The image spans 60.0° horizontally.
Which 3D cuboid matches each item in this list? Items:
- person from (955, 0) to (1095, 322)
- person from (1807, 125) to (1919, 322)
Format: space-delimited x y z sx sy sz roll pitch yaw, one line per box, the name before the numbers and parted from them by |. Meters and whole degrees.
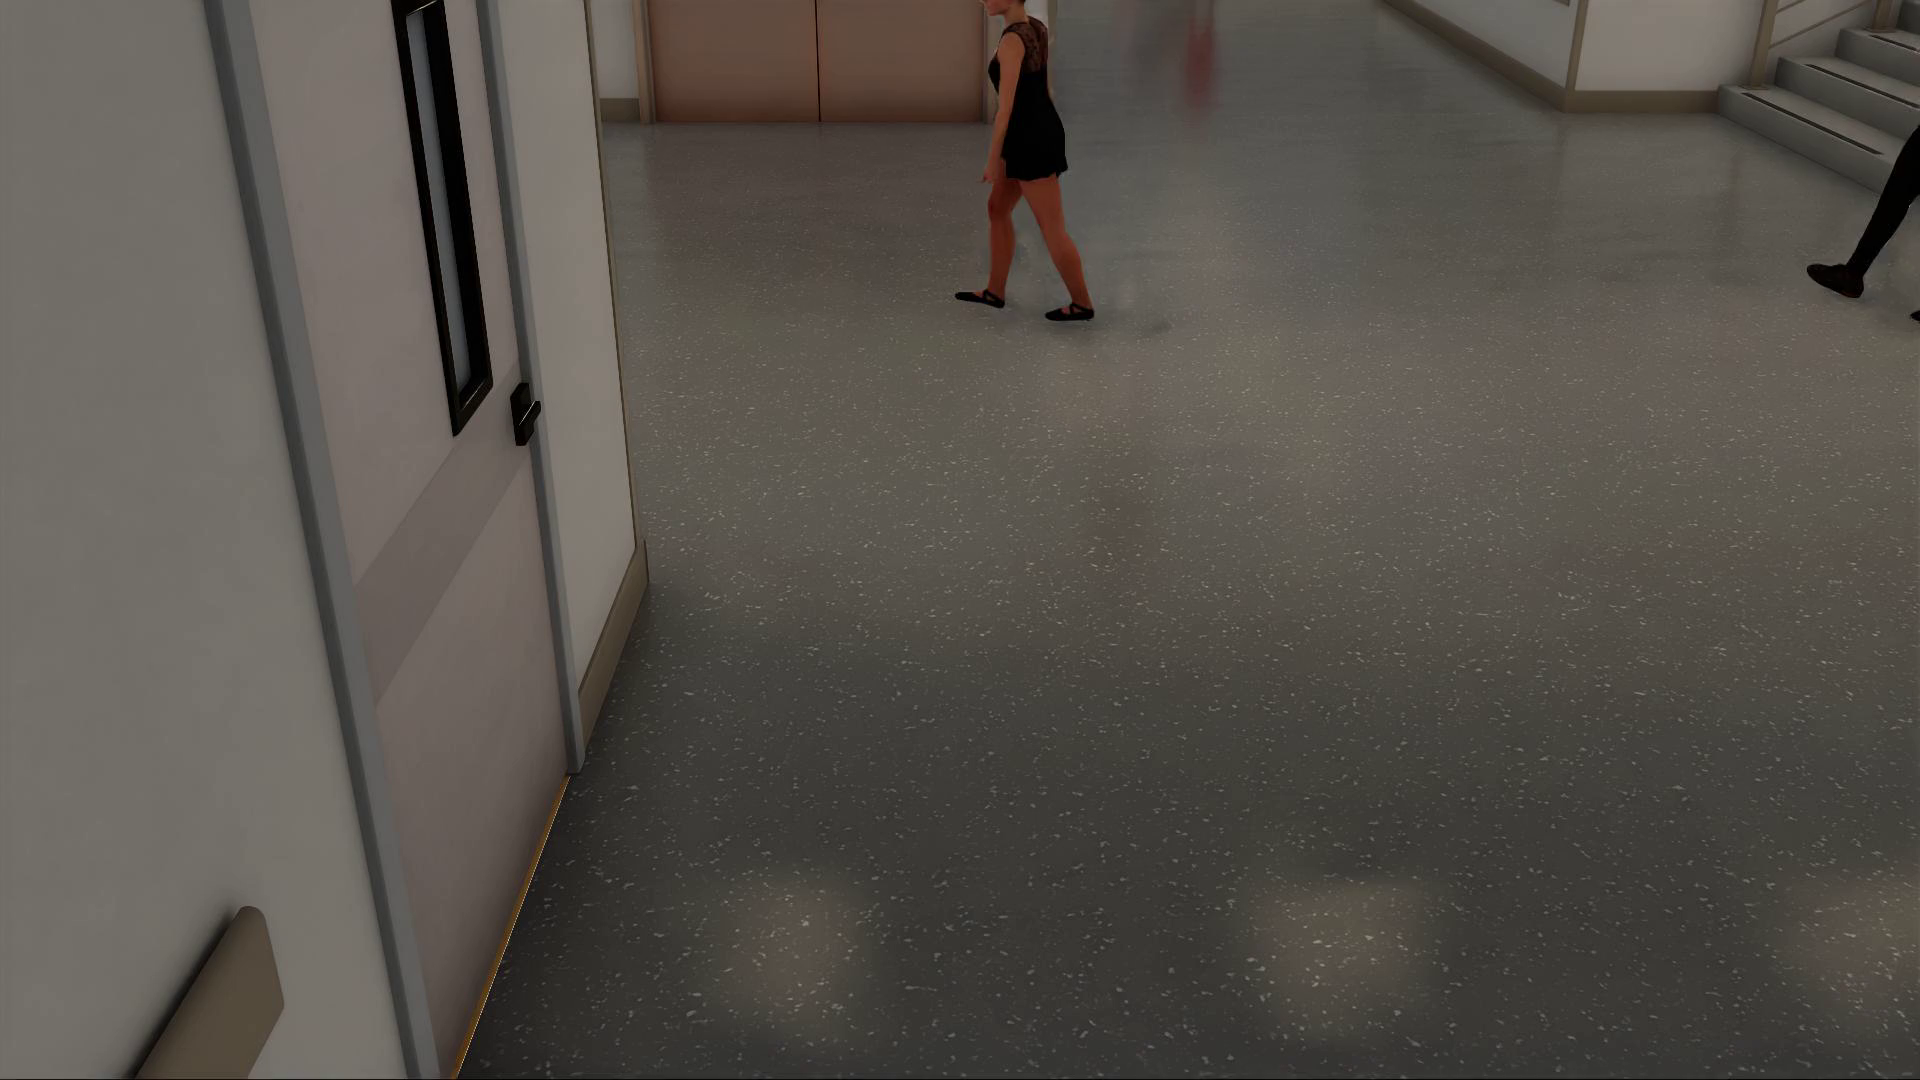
person | 0.395 -1.766 7.484 0.962 1.647 0.708 9 27 18
person | 4.563 -1.790 7.393 1.110 1.770 1.012 -13 29 -25
